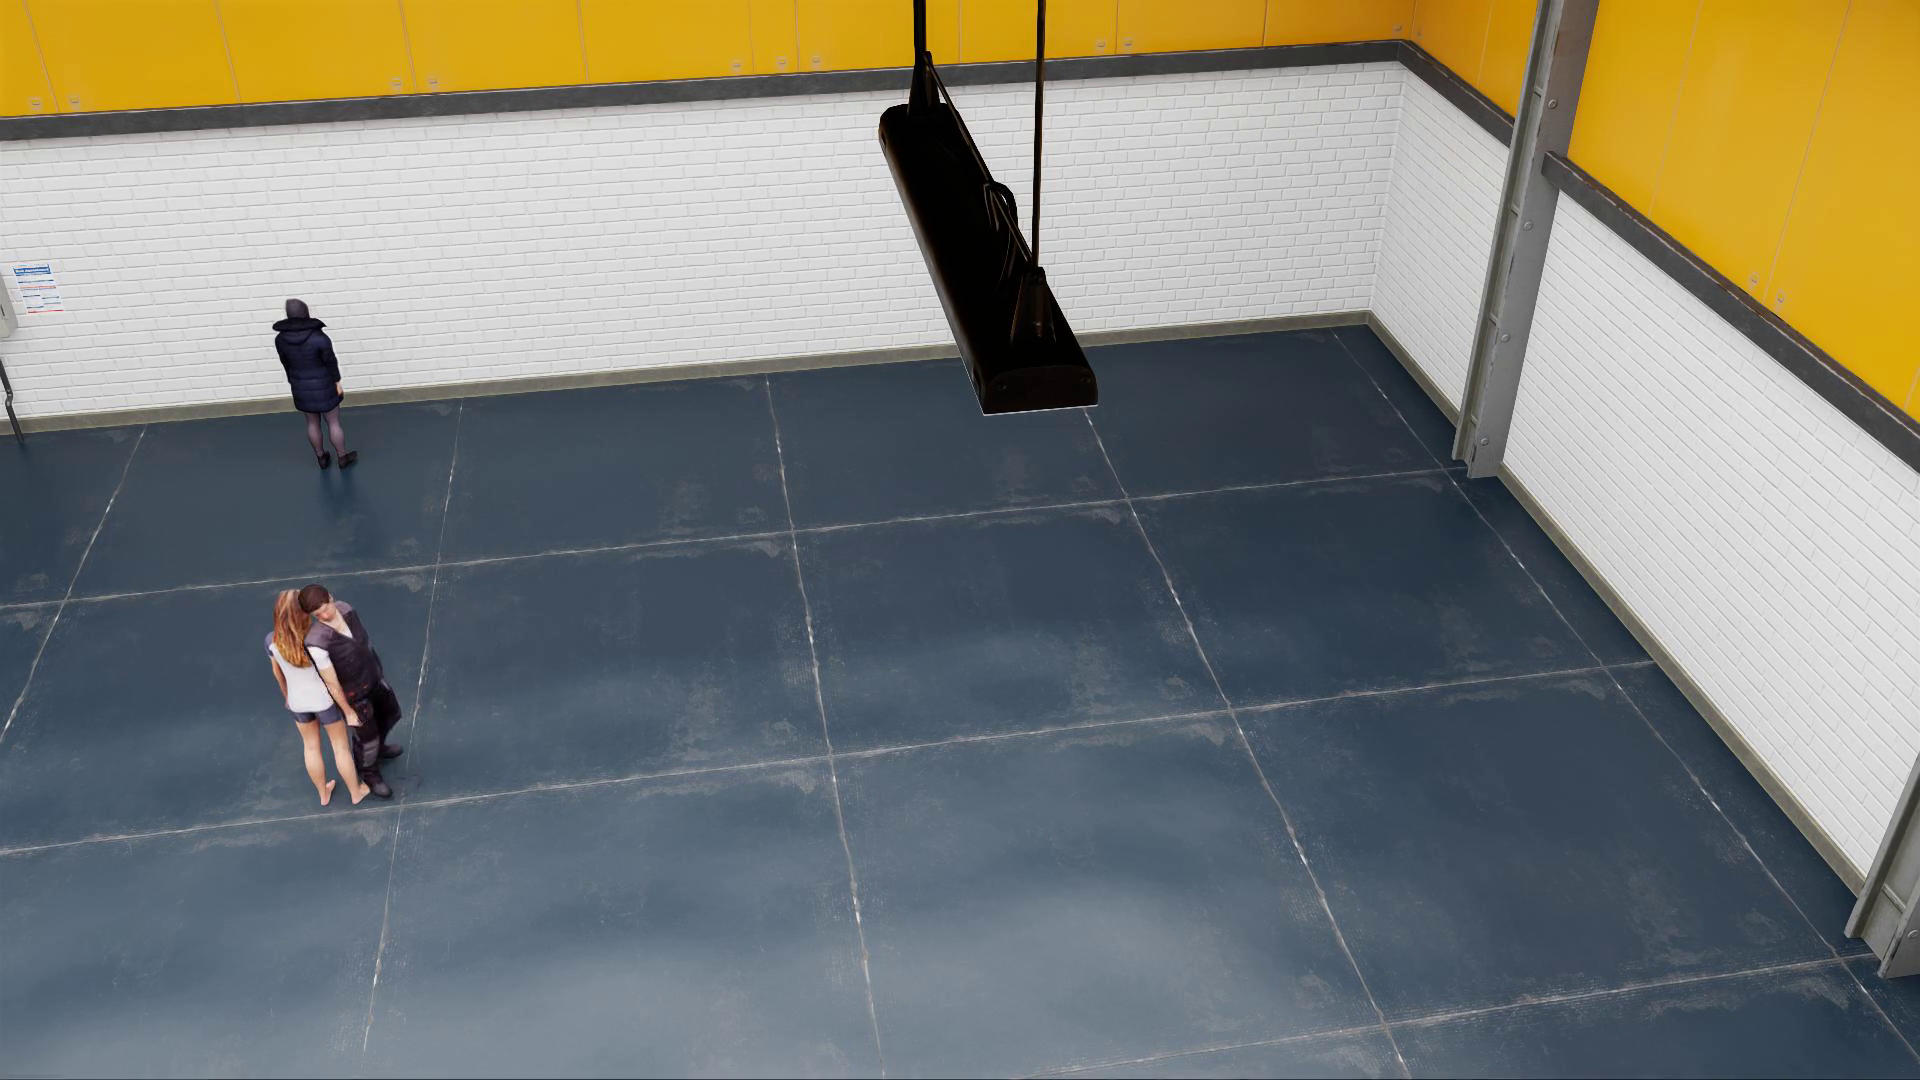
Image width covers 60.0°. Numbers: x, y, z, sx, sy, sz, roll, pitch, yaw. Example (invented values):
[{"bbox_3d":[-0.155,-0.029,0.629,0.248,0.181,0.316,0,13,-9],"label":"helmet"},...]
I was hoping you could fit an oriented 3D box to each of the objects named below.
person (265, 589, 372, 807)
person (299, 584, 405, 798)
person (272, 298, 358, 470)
[{"bbox_3d":[-4.330,1.076,11.147,0.635,1.732,0.605,1,34,1],"label":"person"},{"bbox_3d":[-4.069,0.995,11.207,0.968,1.799,0.765,0,34,1],"label":"person"},{"bbox_3d":[-5.796,-1.397,14.919,0.734,1.674,0.725,3,34,4],"label":"person"}]
